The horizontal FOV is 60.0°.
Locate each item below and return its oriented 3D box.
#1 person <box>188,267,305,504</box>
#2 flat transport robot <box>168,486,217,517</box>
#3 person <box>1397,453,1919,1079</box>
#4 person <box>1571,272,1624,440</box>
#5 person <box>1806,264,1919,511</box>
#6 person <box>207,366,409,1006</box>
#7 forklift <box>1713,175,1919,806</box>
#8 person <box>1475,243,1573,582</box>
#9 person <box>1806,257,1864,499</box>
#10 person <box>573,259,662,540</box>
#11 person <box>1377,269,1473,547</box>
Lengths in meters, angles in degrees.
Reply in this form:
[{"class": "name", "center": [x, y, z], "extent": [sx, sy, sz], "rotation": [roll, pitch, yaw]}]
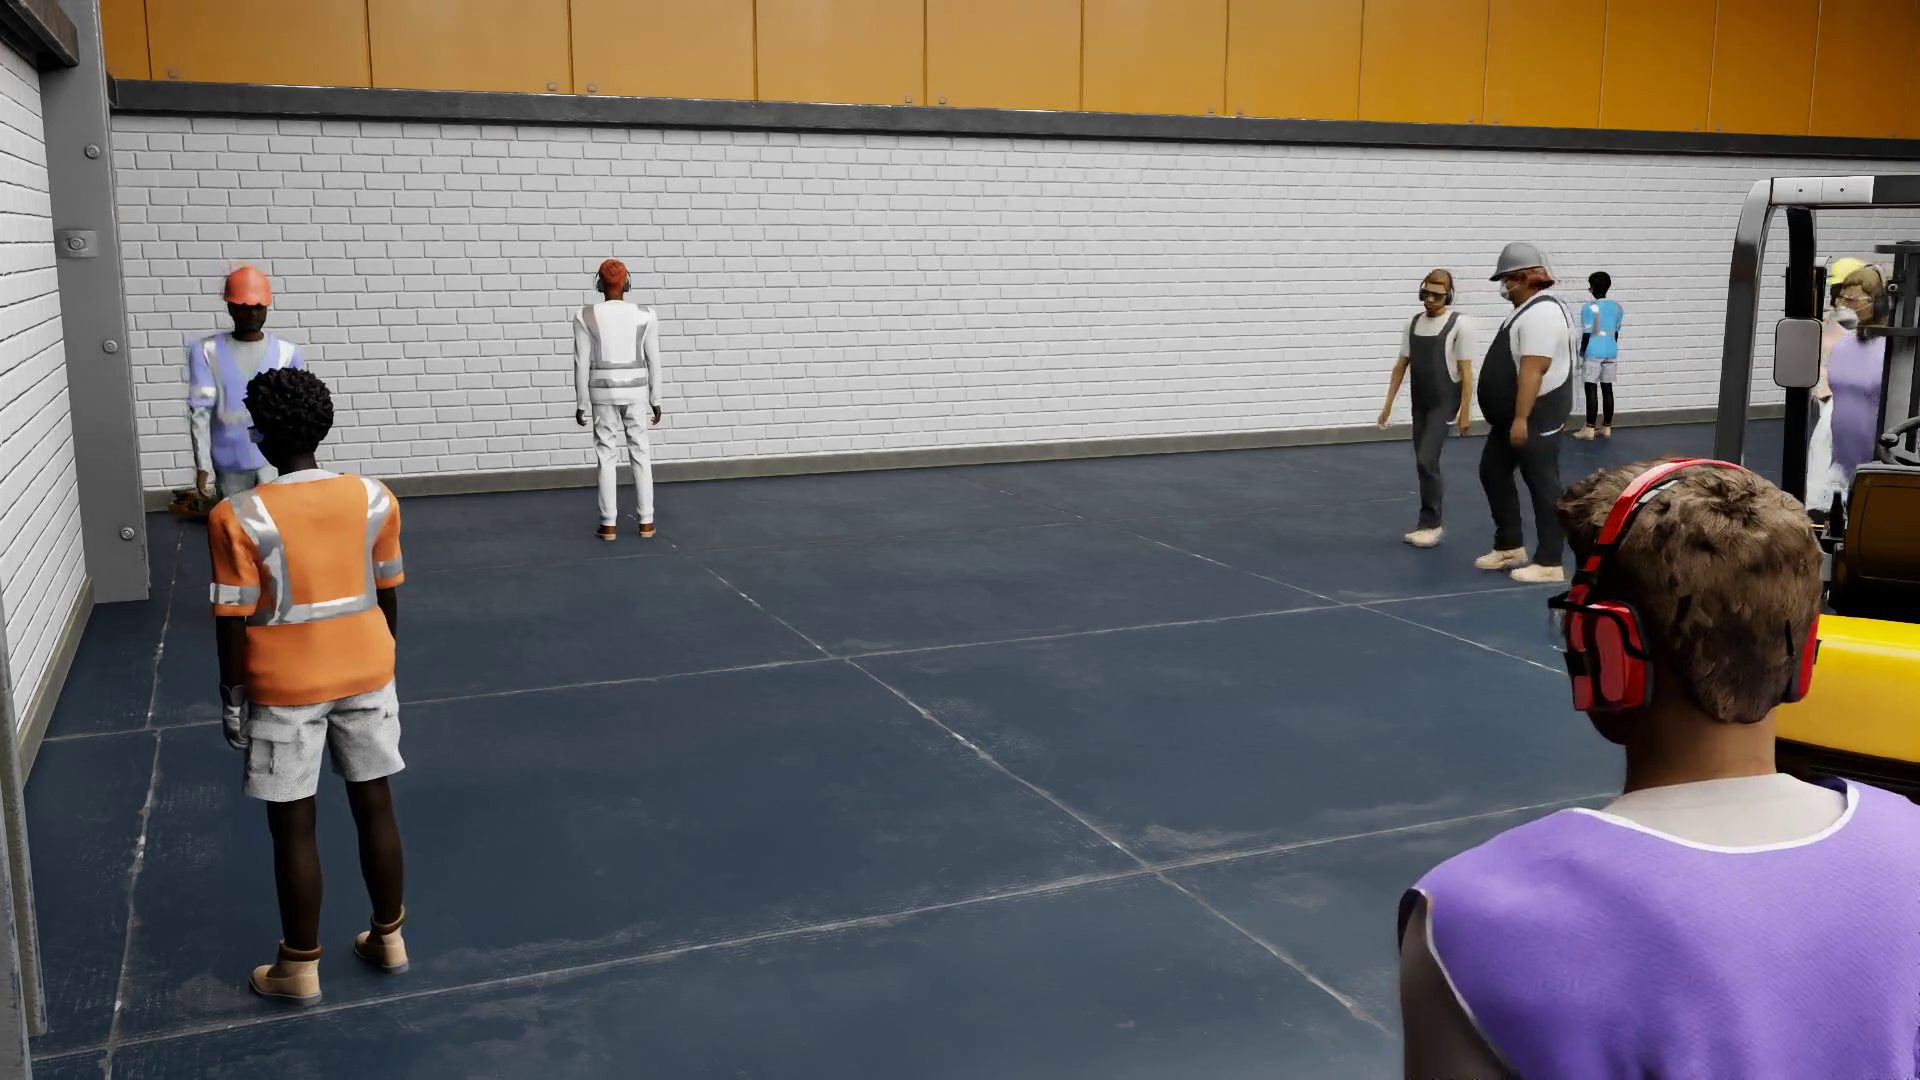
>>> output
[{"class": "person", "center": [-3.569, -0.424, 8.393], "extent": [0.550, 1.890, 1.014], "rotation": [-4, 11, -23]}, {"class": "flat transport robot", "center": [-4.967, -0.259, 11.910], "extent": [1.431, 0.197, 0.652], "rotation": [7, 12, 33]}, {"class": "person", "center": [0.636, 0.846, 1.506], "extent": [0.562, 1.837, 0.378], "rotation": [-3, 11, -17]}, {"class": "person", "center": [6.433, -1.854, 16.783], "extent": [0.531, 1.691, 0.320], "rotation": [-5, 12, -27]}, {"class": "person", "center": [3.903, -0.240, 7.309], "extent": [0.862, 1.905, 0.635], "rotation": [-2, 10, -9]}, {"class": "person", "center": [-1.719, 0.387, 4.433], "extent": [0.317, 1.693, 0.535], "rotation": [9, 14, 42]}, {"class": "forklift", "center": [2.810, 0.094, 4.662], "extent": [1.214, 2.155, 2.313], "rotation": [7, 12, 34]}, {"class": "person", "center": [3.347, -0.777, 9.881], "extent": [0.633, 2.000, 0.801], "rotation": [2, 10, 9]}, {"class": "person", "center": [6.378, -1.076, 11.953], "extent": [0.922, 1.901, 0.592], "rotation": [-1, 10, -5]}, {"class": "person", "center": [-2.302, -0.937, 11.214], "extent": [0.585, 1.876, 0.337], "rotation": [-4, 11, -19]}, {"class": "person", "center": [3.030, -0.852, 10.895], "extent": [0.536, 1.824, 0.574], "rotation": [-6, 12, -29]}]
